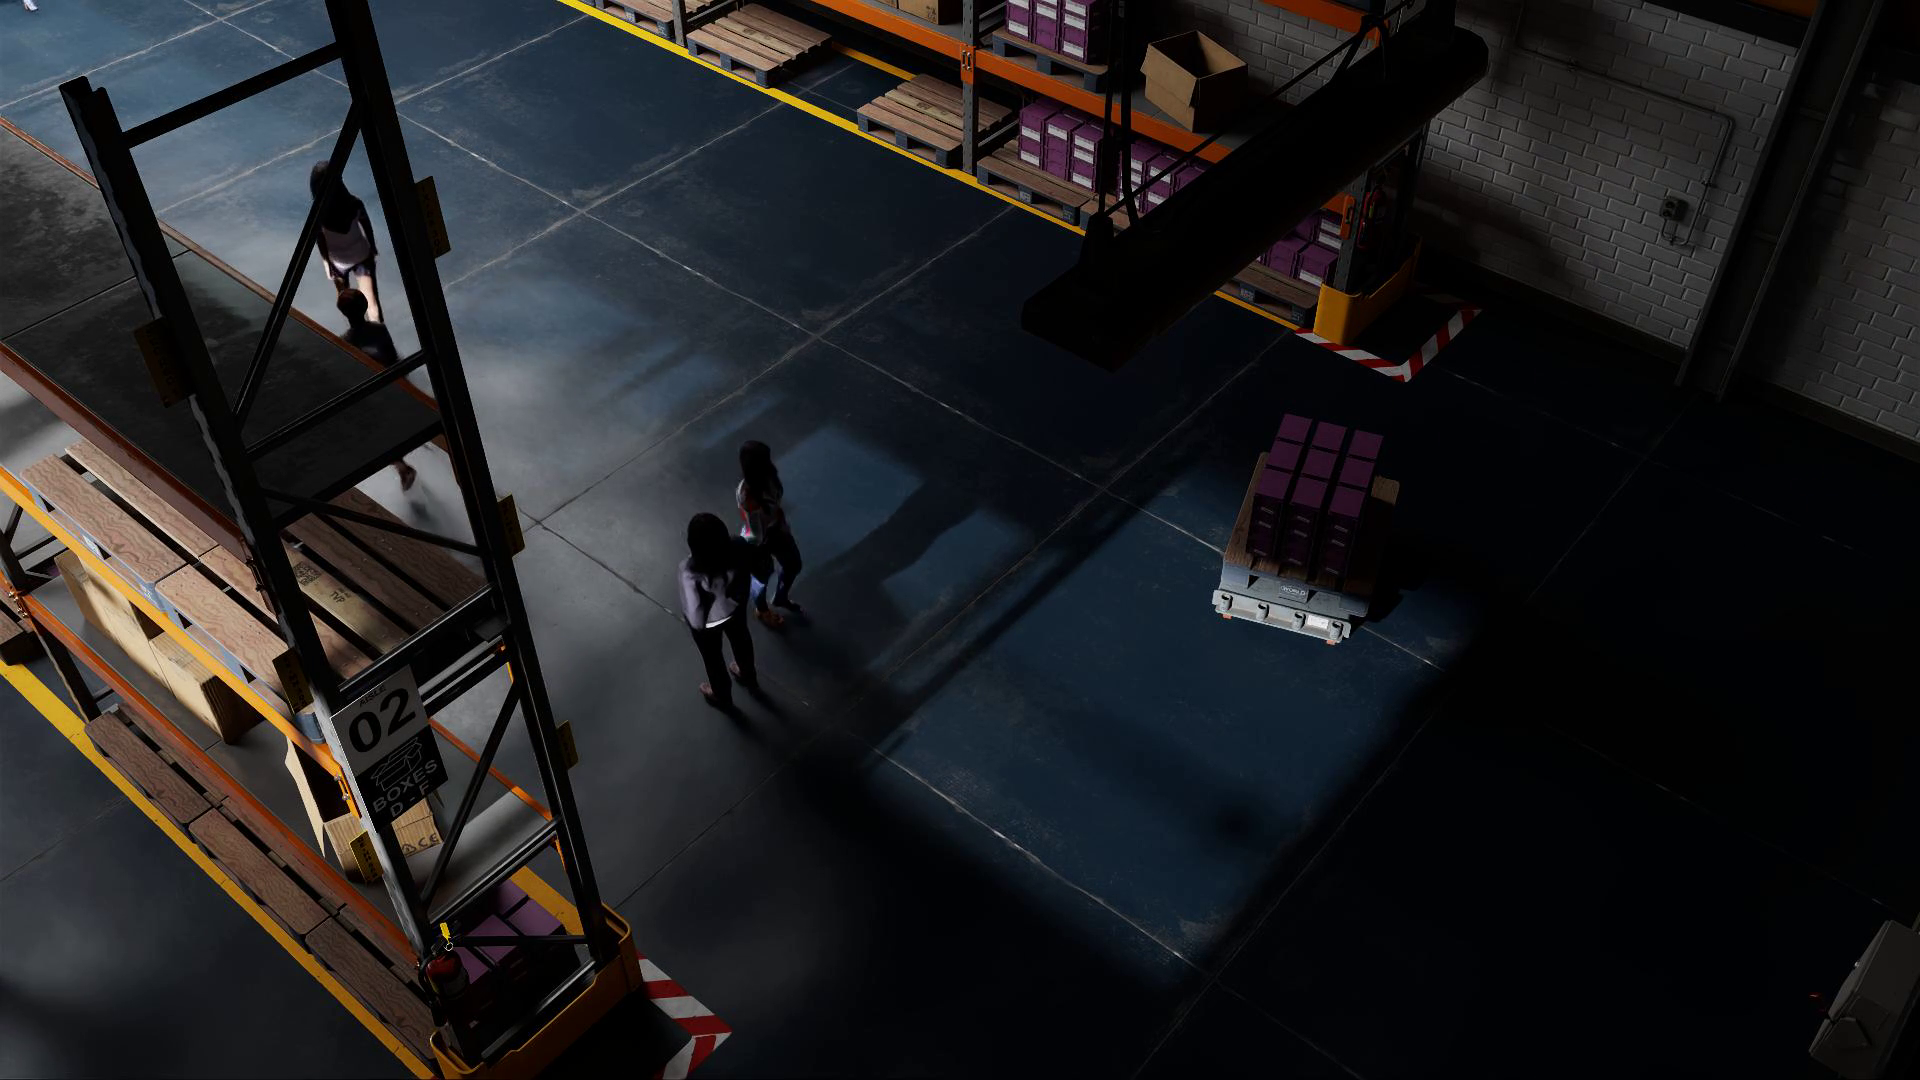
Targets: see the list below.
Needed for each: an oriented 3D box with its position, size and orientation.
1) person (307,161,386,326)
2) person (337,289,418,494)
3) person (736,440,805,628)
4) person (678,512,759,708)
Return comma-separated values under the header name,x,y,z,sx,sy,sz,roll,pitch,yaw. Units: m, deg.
name,x,y,z,sx,sy,sz,roll,pitch,yaw
person,-4.873,-2.201,13.338,0.878,1.663,1.151,-21,47,-20
person,-4.265,-1.075,12.177,0.658,1.635,0.985,-32,52,-29
person,-1.384,-0.039,11.113,0.621,1.603,0.650,20,47,20
person,-1.549,0.424,10.634,0.678,1.592,0.664,-35,53,-31
